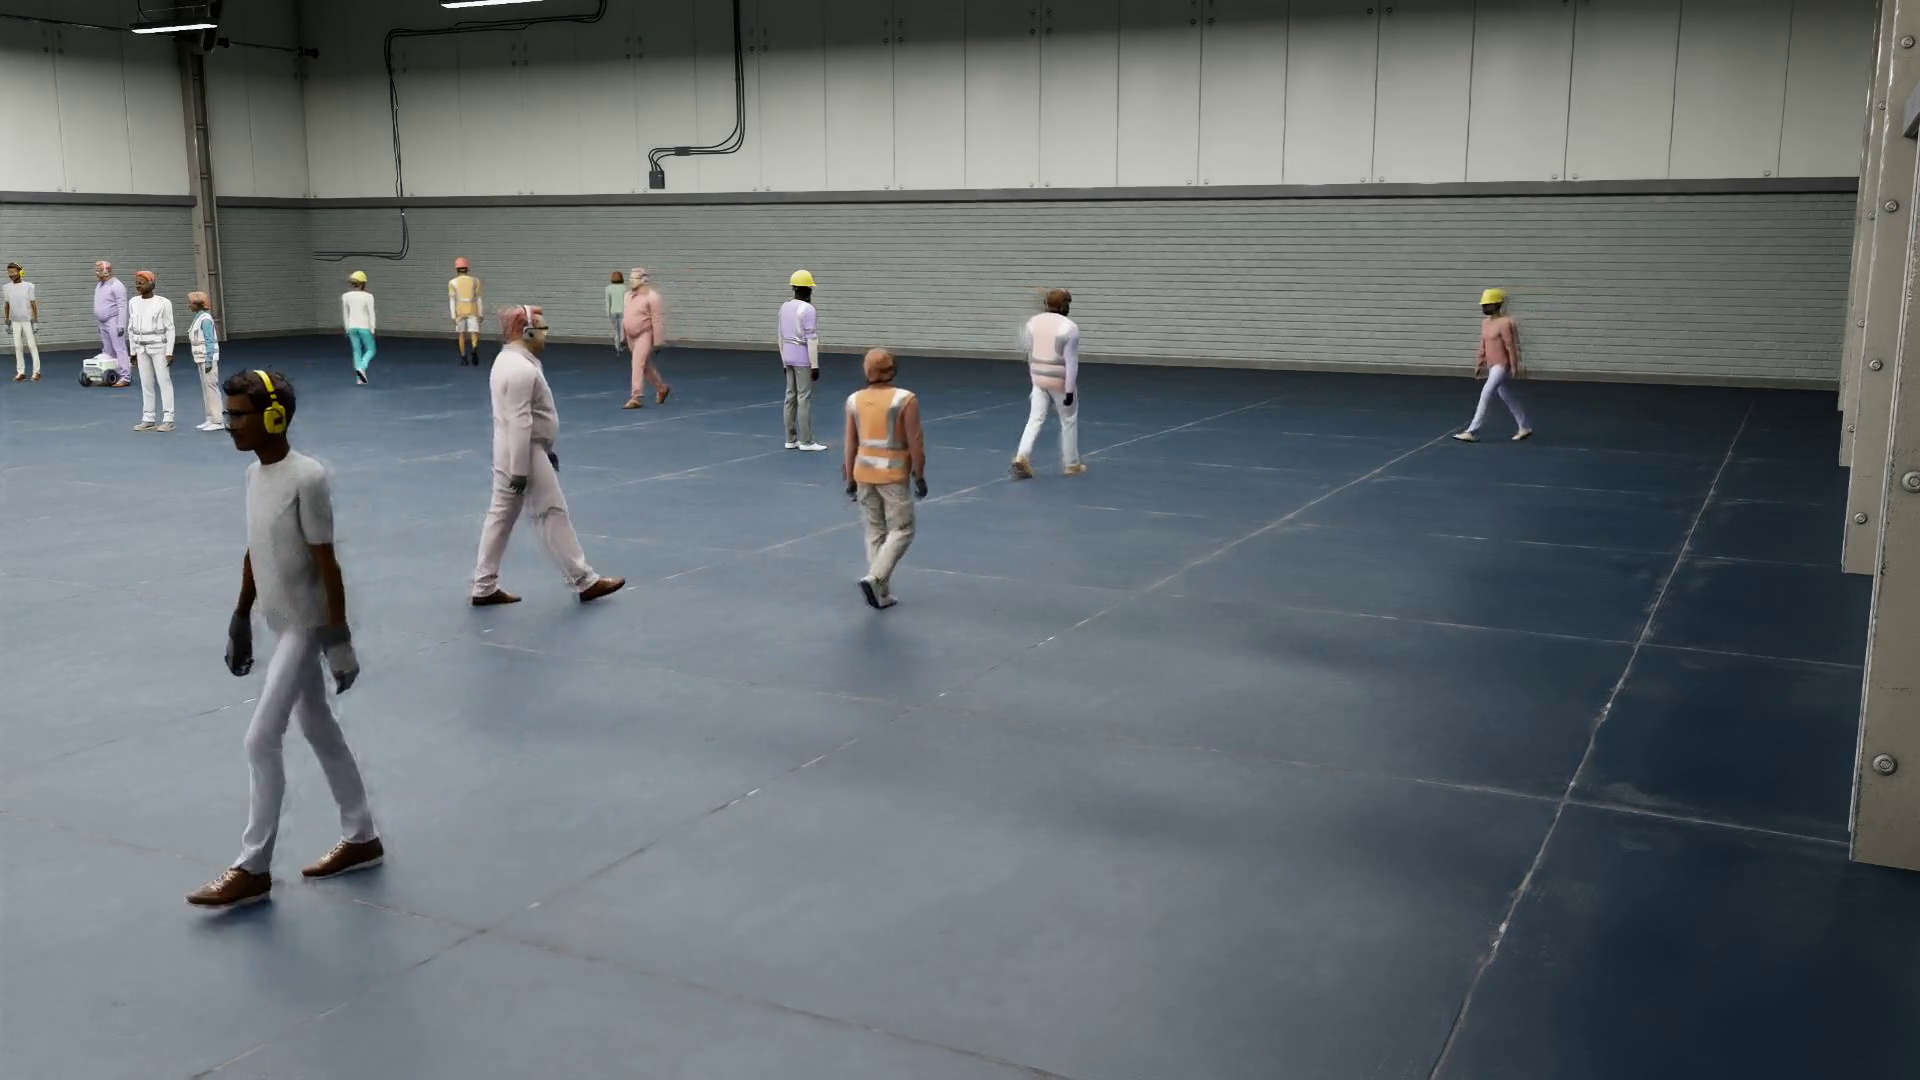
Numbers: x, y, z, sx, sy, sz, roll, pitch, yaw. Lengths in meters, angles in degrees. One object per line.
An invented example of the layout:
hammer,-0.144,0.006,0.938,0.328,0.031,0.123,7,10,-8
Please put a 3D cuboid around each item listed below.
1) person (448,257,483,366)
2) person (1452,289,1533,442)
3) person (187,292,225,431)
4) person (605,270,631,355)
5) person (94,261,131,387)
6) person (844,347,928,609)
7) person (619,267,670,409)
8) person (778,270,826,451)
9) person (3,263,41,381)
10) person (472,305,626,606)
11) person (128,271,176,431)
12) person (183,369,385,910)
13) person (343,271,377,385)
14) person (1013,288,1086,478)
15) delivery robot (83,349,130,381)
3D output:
person,-8.663,-3.994,29.178,0.558,1.915,0.746,-4,11,-19
person,6.008,-1.938,18.548,0.994,1.707,0.538,-2,11,-9
person,-8.900,-2.103,19.614,0.311,1.636,0.521,-7,13,-34
person,-6.569,-4.378,32.034,0.517,1.621,0.361,-1,10,-6
person,-12.900,-3.268,25.242,0.642,1.905,0.399,7,13,34
person,-0.510,-0.350,10.089,0.527,1.618,0.495,6,12,31
person,-4.229,-2.713,22.298,0.630,1.879,0.910,9,14,40
person,-1.701,-1.913,17.785,0.383,1.928,0.588,-9,14,-40
person,-14.864,-3.450,26.355,0.517,1.866,0.317,-1,10,-5
person,-2.608,-0.512,10.329,0.982,1.863,0.664,-5,12,-26
person,-9.497,-2.212,19.535,0.573,1.883,0.353,2,11,12
person,-2.420,0.338,5.740,0.843,1.834,0.575,-9,14,-41
person,-9.202,-3.233,25.480,0.527,1.756,0.448,2,11,9
person,0.858,-1.487,15.803,0.628,1.812,0.890,8,13,37
delivery robot,-13.064,-2.682,25.465,0.477,0.478,0.707,2,11,10
